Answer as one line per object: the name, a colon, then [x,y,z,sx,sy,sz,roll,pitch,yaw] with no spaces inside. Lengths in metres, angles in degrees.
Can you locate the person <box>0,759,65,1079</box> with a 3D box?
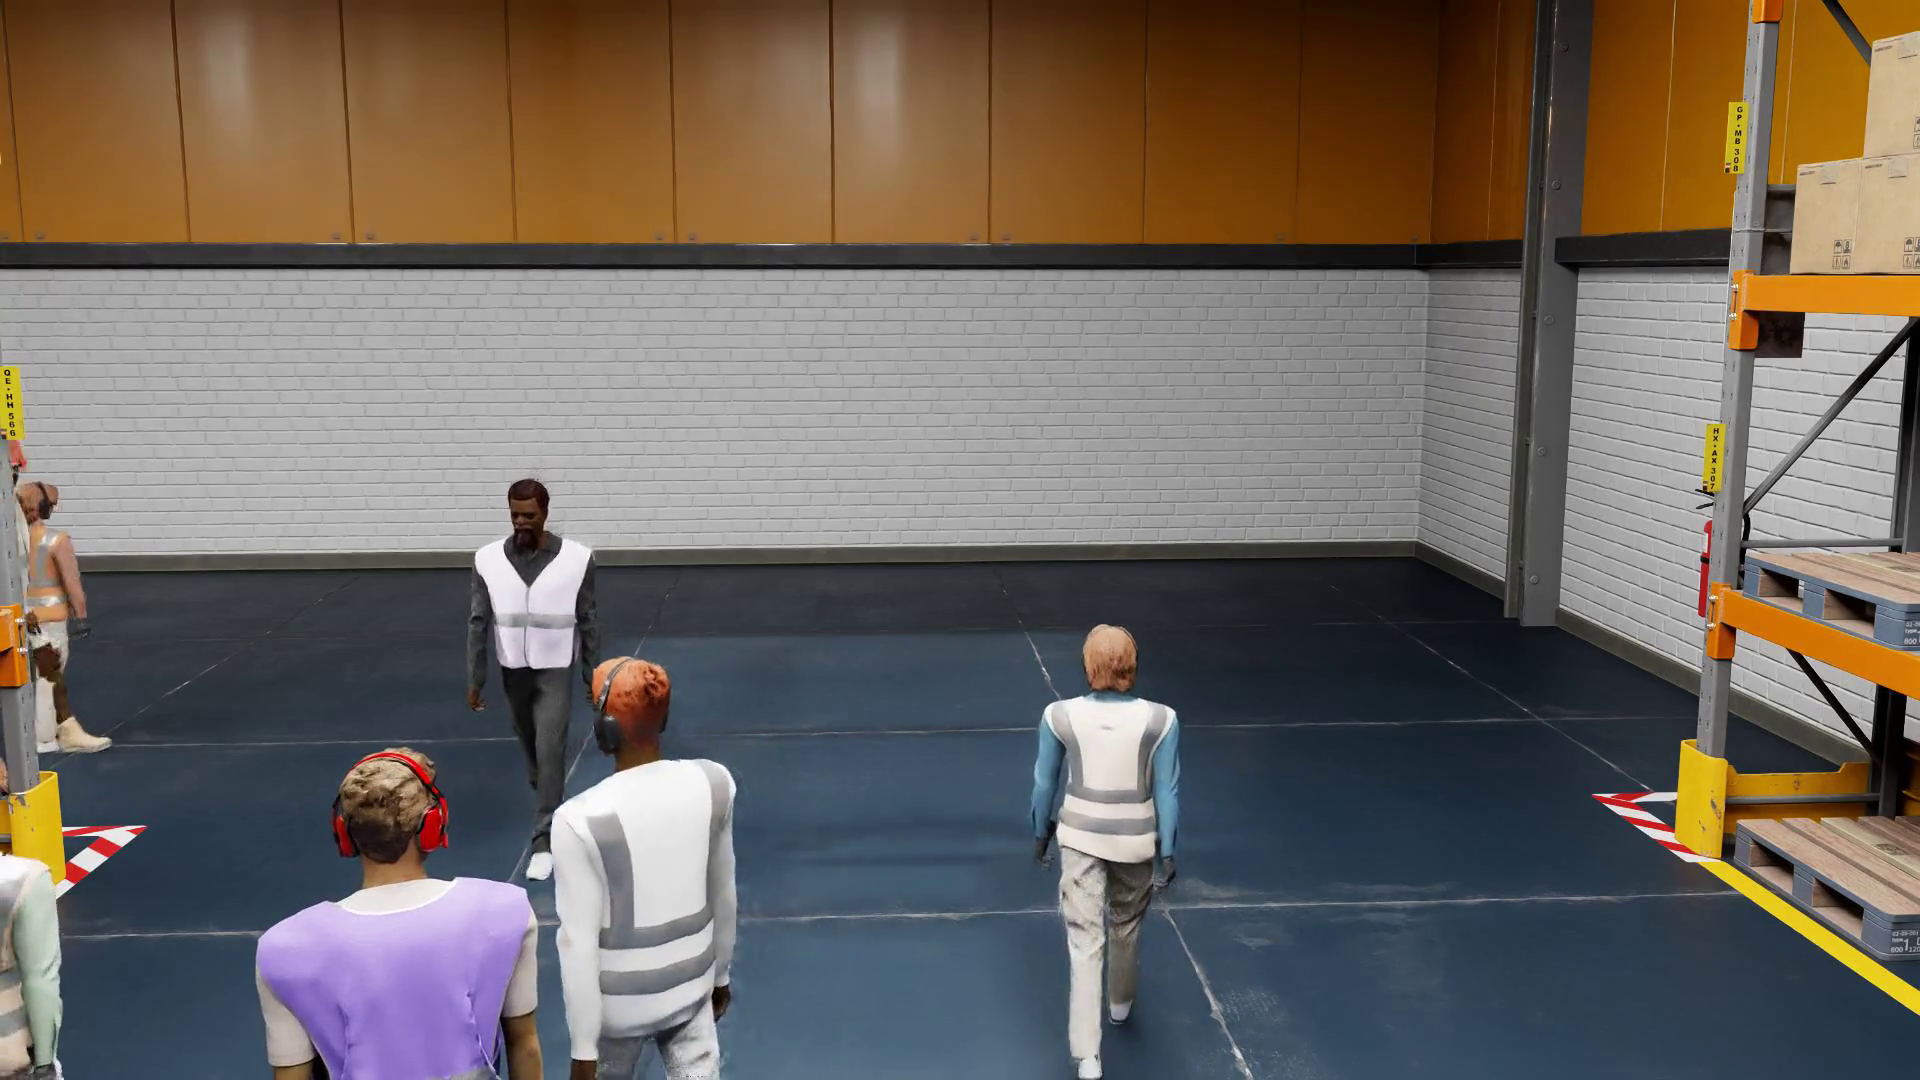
person: [-2.603,1.334,4.440,0.518,1.610,0.745,-1,9,-9]

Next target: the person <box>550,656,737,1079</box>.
person: [-0.800,1.217,4.428,0.580,1.847,0.963,-8,12,-43]

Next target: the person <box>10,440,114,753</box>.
person: [-5.582,0.338,9.574,1.011,1.978,0.626,-1,9,-9]

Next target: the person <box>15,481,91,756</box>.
person: [-5.422,0.455,9.916,0.540,1.616,0.540,2,9,14]

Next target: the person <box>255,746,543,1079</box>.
person: [-1.164,1.360,3.546,0.564,1.840,0.395,-5,10,-26]

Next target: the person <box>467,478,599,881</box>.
person: [-2.080,0.612,8.160,0.609,1.876,0.997,0,9,-1]

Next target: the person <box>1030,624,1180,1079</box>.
person: [0.516,1.096,5.979,0.534,1.593,0.871,1,9,6]
